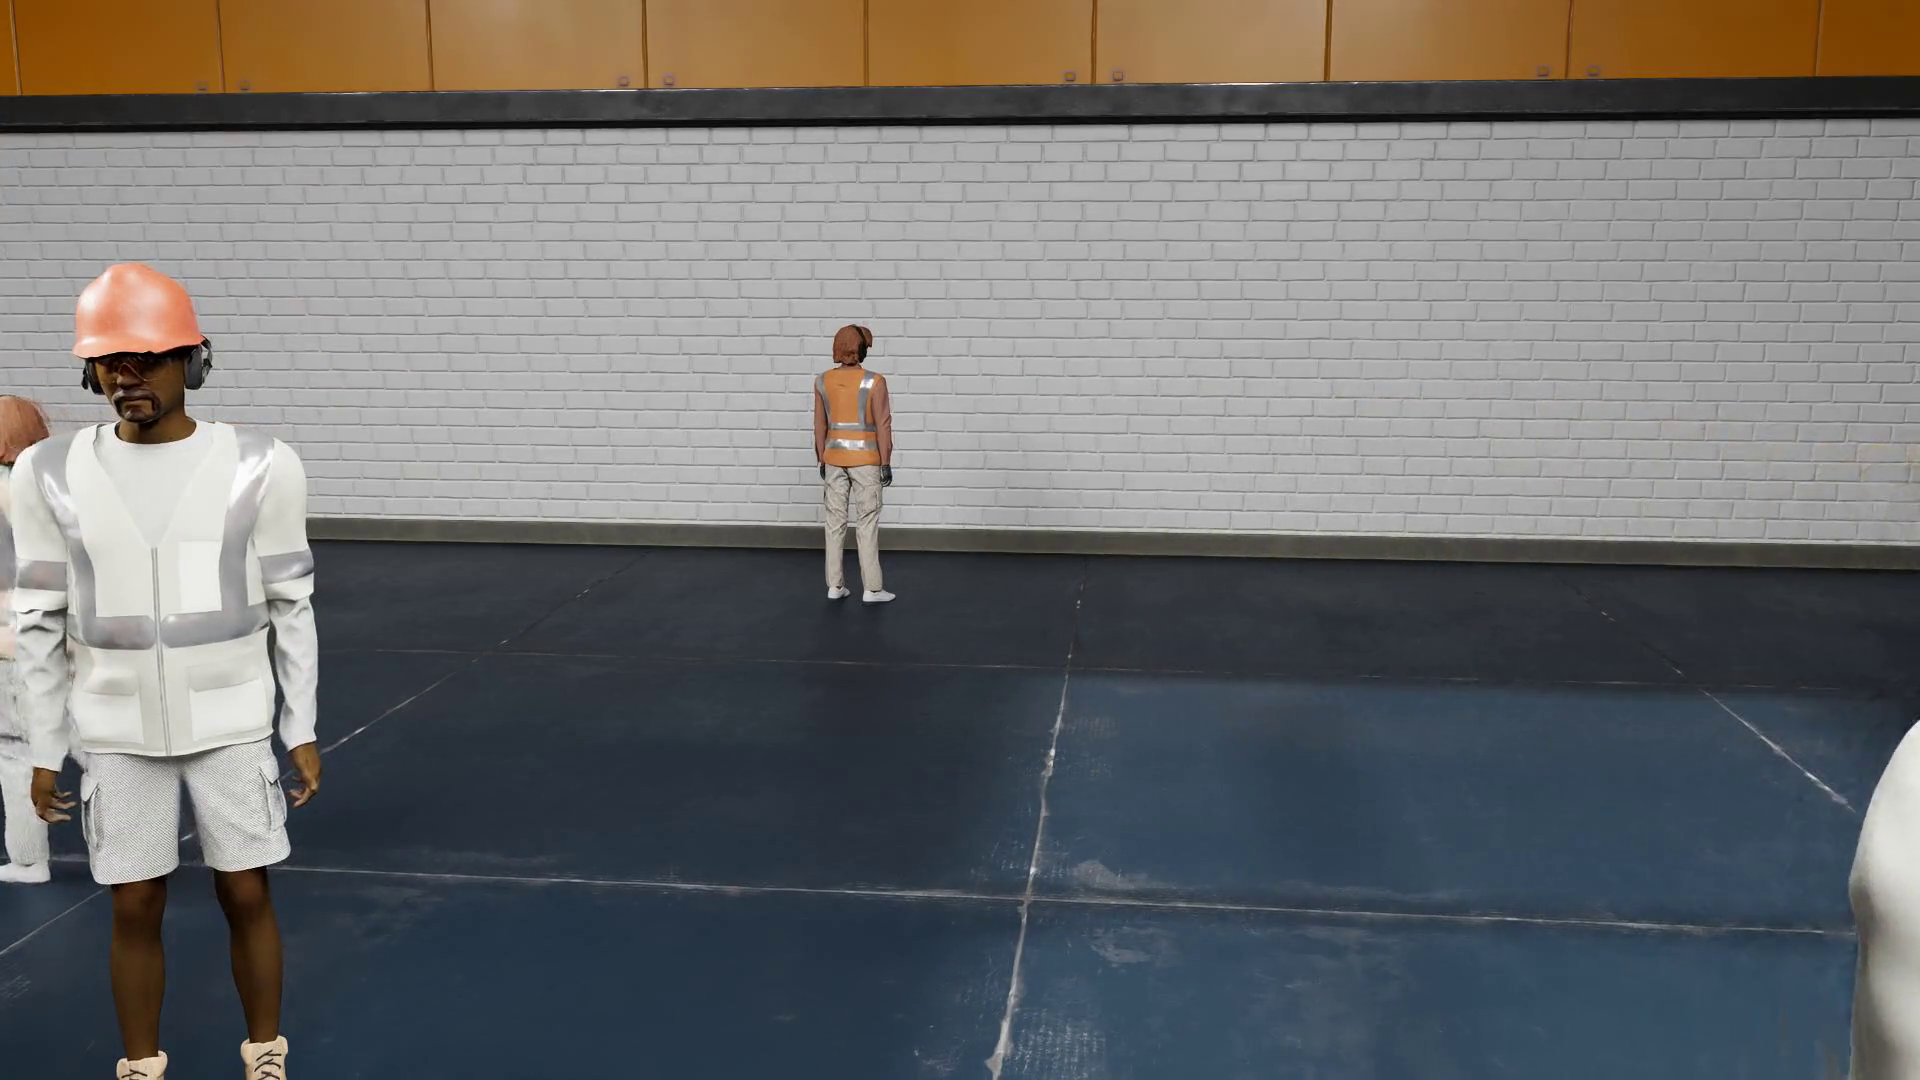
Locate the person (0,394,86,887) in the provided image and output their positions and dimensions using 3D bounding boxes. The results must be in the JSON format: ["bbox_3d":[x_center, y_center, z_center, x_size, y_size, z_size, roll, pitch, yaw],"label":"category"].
[{"bbox_3d":[-2.921,0.346,5.337,0.552,1.625,0.526,5,11,27],"label":"person"}]

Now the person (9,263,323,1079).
[{"bbox_3d":[-1.752,0.418,3.713,0.615,2.043,0.373,-3,10,-17],"label":"person"}]

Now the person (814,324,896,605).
[{"bbox_3d":[-0.625,-0.438,9.764,0.513,1.641,0.309,5,11,27],"label":"person"}]

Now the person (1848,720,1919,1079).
[{"bbox_3d":[1.090,0.809,1.826,0.635,1.918,0.828,-8,13,-39],"label":"person"}]
